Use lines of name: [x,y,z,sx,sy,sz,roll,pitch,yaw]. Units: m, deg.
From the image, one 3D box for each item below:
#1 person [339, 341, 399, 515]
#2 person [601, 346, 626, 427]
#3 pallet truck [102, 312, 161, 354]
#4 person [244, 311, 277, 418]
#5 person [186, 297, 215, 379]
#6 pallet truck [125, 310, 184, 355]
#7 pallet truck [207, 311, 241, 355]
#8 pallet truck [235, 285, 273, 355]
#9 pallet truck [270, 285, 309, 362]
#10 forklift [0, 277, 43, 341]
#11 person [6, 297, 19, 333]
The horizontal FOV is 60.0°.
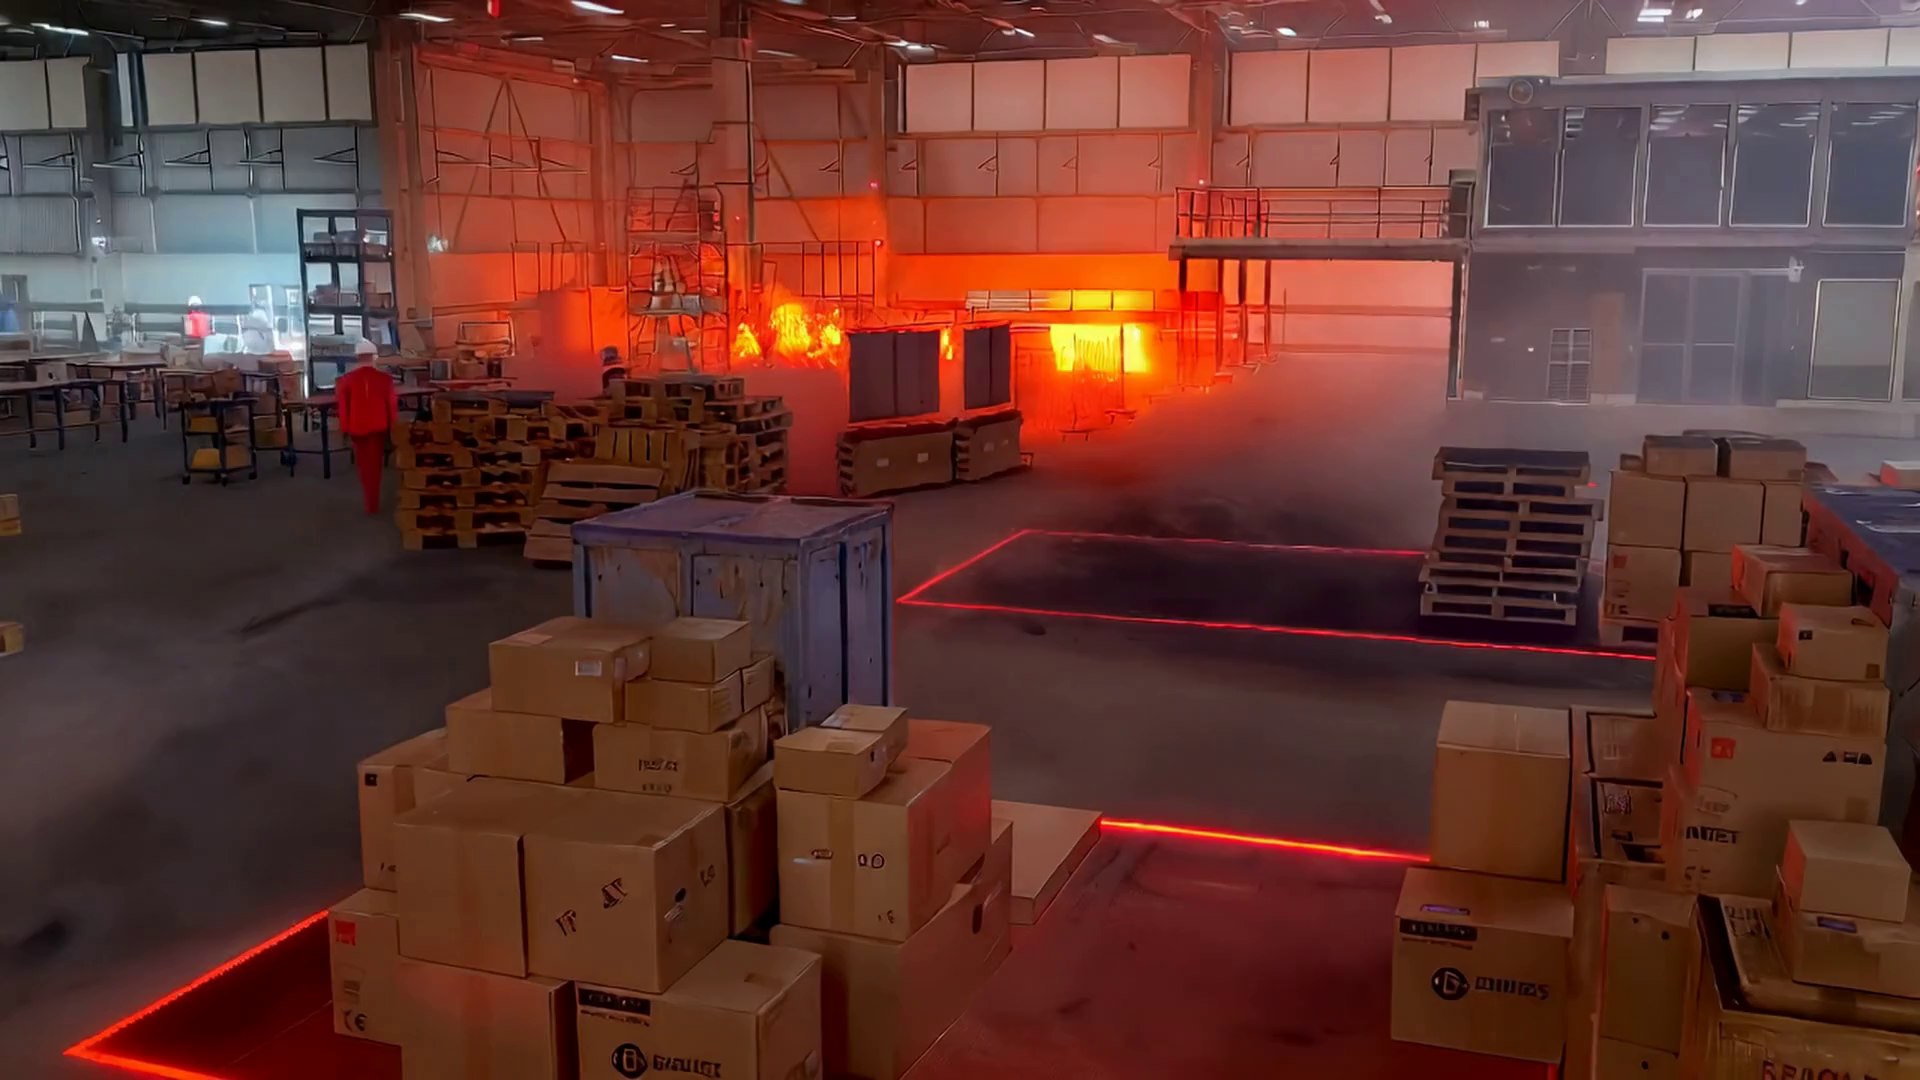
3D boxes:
person: [-6.713,-1.290,18.974,0.651,1.939,1.041,-1,10,-8]
person: [-4.463,-1.619,21.395,0.298,1.743,0.493,3,10,16]
pallet truck: [-23.057,-5.777,46.261,0.680,1.201,1.601,3,11,19]
person: [-12.214,-3.061,29.117,0.621,1.876,0.902,-10,14,-43]
person: [-15.373,-3.933,33.731,1.034,1.999,0.627,5,11,28]
pallet truck: [-22.038,-5.665,45.457,0.704,1.261,1.522,3,11,17]
pallet truck: [-19.537,-5.575,44.913,0.653,1.274,1.630,3,11,19]
pallet truck: [-18.327,-5.835,44.421,0.823,1.965,1.885,4,11,23]
pallet truck: [-17.147,-5.700,43.663,0.823,1.965,1.885,3,11,17]
forklift: [-27.151,-6.329,46.328,1.157,1.987,2.680,3,11,17]
person: [-23.143,-5.074,40.830,0.511,1.752,0.542,-3,11,-17]
